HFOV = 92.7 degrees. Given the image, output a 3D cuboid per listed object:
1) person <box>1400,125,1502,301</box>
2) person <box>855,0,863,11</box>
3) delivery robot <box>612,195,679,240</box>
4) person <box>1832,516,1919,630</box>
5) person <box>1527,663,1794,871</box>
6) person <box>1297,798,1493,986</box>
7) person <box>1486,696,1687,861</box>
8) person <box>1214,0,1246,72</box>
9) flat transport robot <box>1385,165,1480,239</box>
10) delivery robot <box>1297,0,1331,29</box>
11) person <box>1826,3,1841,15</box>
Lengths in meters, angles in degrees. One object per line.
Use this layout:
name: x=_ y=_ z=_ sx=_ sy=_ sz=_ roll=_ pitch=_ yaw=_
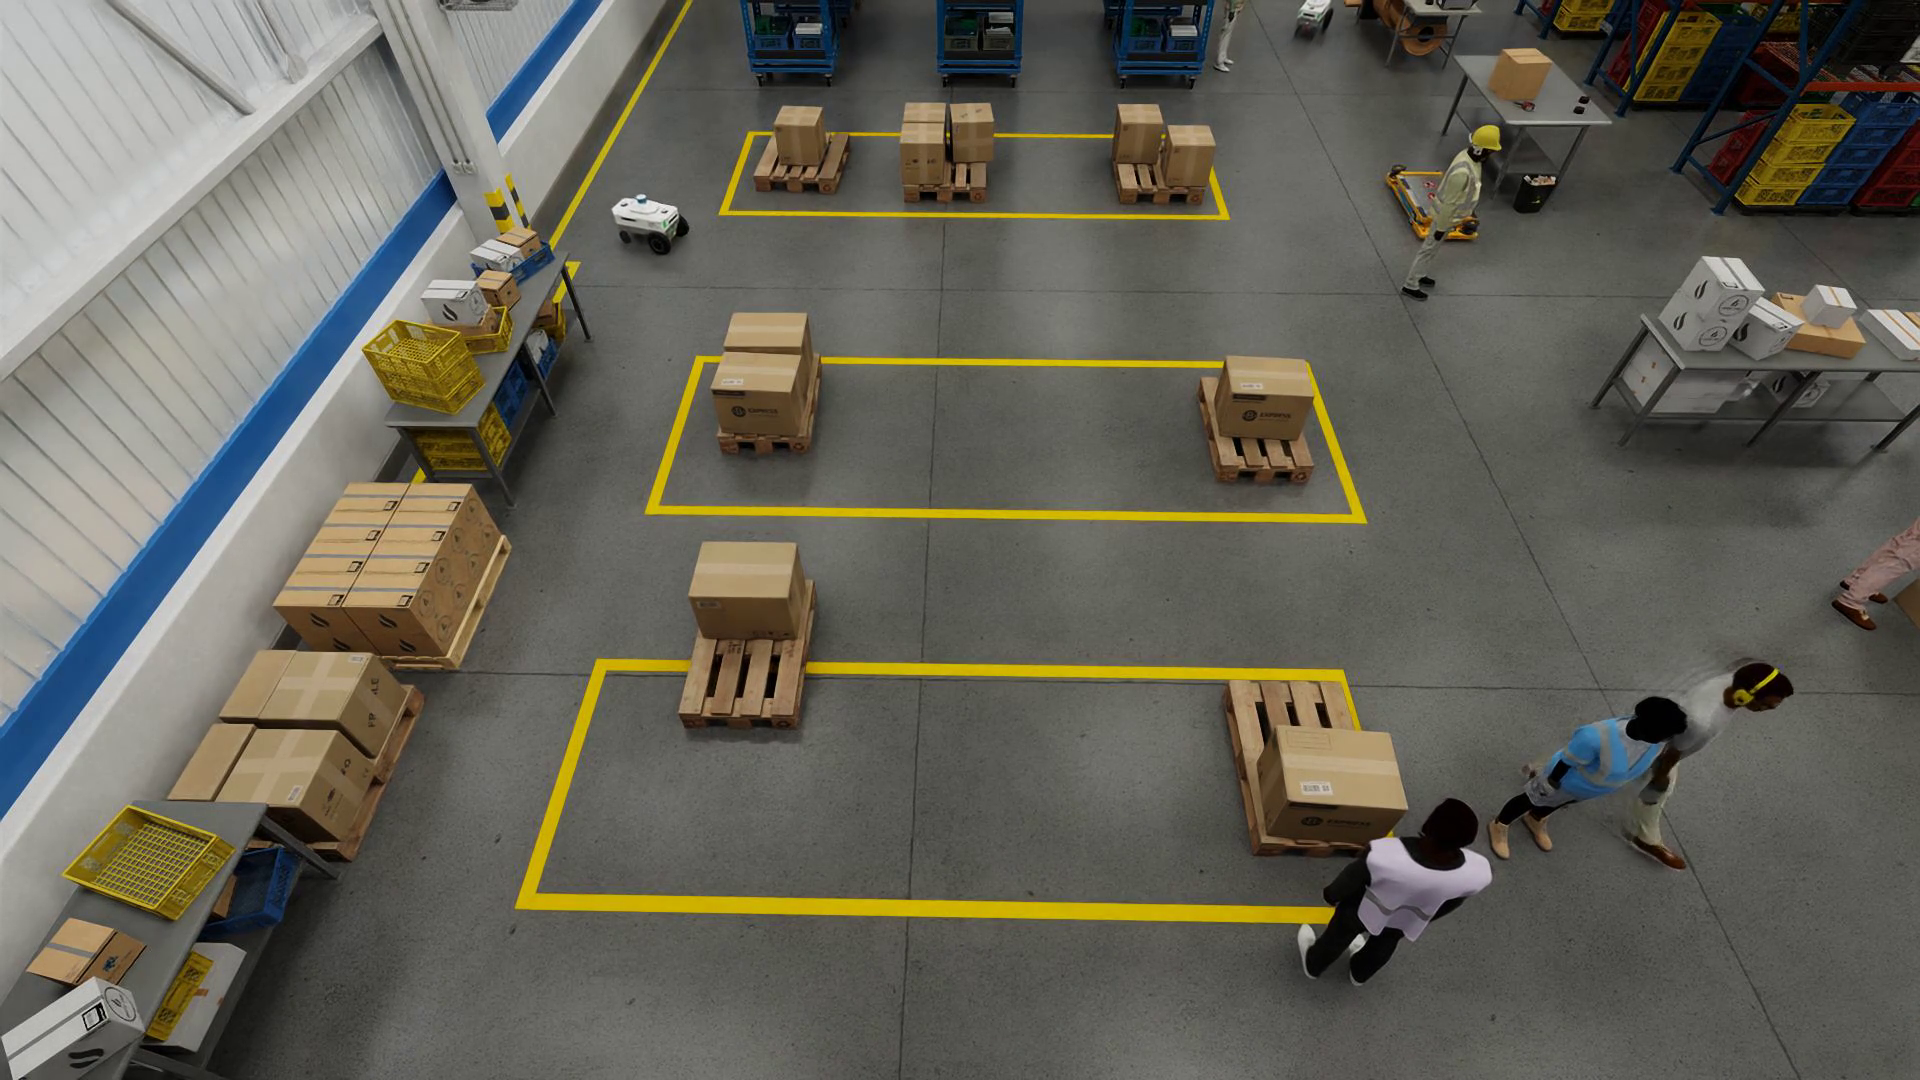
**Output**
person: x=5.016 y=-3.337 z=9.386 sx=0.403 sy=1.823 sz=0.594 roll=24 pitch=53 yaw=20
person: x=-1.813 y=-9.700 z=14.812 sx=0.667 sy=1.950 sz=0.619 roll=-22 pitch=52 yaw=-18
delivery robot: x=-3.584 y=-3.698 z=10.469 sx=0.707 sy=0.478 sz=0.477 roll=14 pitch=50 yaw=11
person: x=7.106 y=-0.117 z=6.542 sx=0.636 sy=1.911 sz=0.405 roll=-34 pitch=57 yaw=-26
person: x=4.179 y=1.283 z=5.395 sx=0.551 sy=1.815 sz=0.976 roll=-29 pitch=55 yaw=-23
person: x=2.238 y=1.905 z=4.793 sx=0.595 sy=1.911 sz=0.385 roll=6 pitch=49 yaw=5
person: x=3.655 y=1.393 z=5.375 sx=0.531 sy=1.692 sz=0.320 roll=-6 pitch=49 yaw=-5
person: x=3.975 y=-7.729 z=13.304 sx=0.309 sy=1.641 sz=0.514 roll=17 pitch=51 yaw=15
flat transport robot: x=5.692 y=-4.094 z=11.059 sx=0.652 sy=0.197 sz=1.431 roll=1 pitch=49 yaw=1
delivery robot: x=5.633 y=-8.429 z=14.565 sx=0.477 sy=0.478 sz=0.707 roll=23 pitch=53 yaw=18
person: x=12.672 y=-7.747 z=13.161 sx=0.351 sy=1.884 sz=0.582 roll=25 pitch=54 yaw=20
